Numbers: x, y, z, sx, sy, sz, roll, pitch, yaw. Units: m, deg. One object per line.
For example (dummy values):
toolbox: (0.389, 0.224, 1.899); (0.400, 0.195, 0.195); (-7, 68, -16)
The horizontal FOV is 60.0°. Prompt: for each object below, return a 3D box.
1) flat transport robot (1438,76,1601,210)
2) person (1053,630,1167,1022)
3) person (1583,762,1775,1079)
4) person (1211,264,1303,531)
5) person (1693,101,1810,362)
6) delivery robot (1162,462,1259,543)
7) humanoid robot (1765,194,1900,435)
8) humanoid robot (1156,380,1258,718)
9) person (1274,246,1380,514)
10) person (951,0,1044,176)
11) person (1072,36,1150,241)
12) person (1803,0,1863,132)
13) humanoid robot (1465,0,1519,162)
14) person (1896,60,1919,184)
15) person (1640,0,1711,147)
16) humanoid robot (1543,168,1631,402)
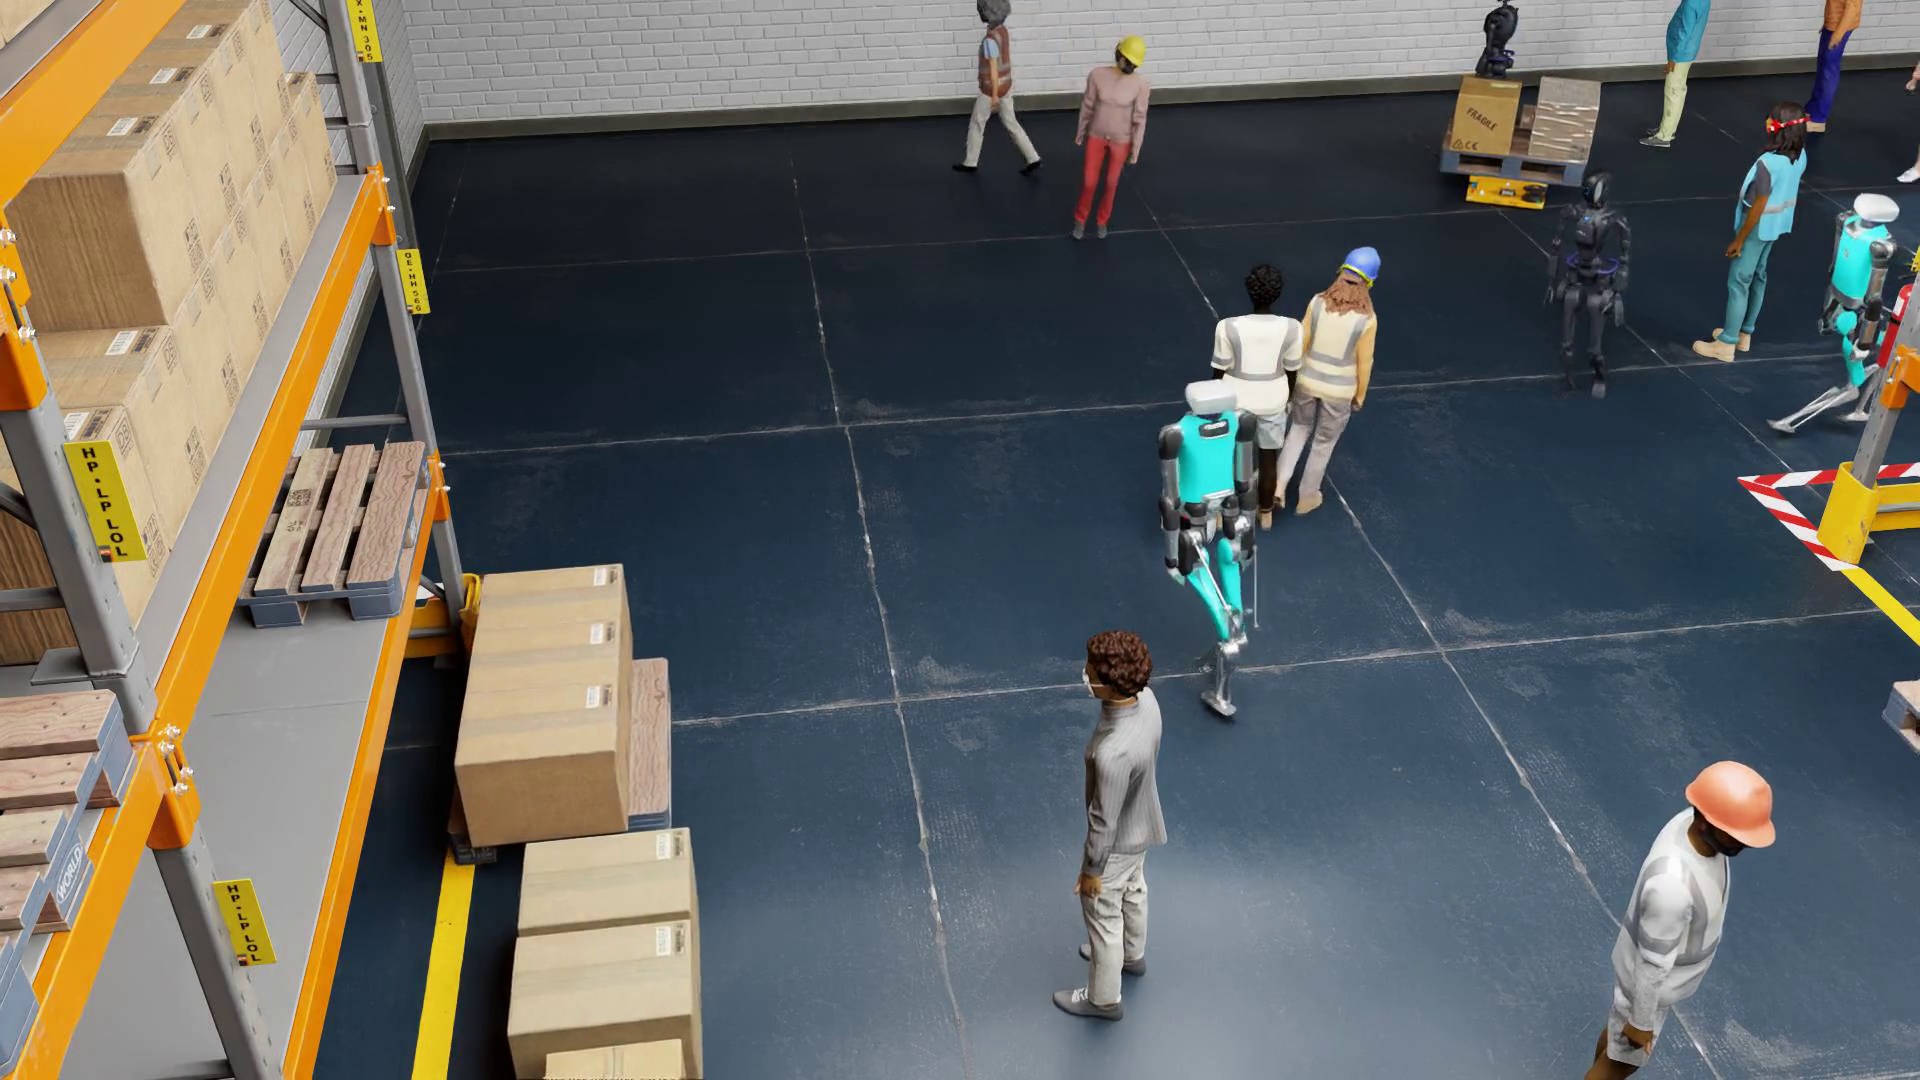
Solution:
flat transport robot: (4.954, -3.331, 14.956); (0.659, 0.231, 1.431); (11, 35, 16)
person: (0.631, 1.153, 6.605); (0.396, 1.891, 0.544); (13, 35, 19)
person: (2.530, 1.548, 5.959); (0.366, 1.932, 0.550); (20, 38, 28)
person: (1.721, -0.815, 9.802); (0.531, 1.690, 0.322); (0, 33, -1)
person: (5.608, -2.156, 11.694); (0.545, 1.865, 0.377); (-25, 41, -33)
delivery robot: (1.514, -0.383, 10.195); (0.499, 0.613, 0.811); (15, 36, 21)
humanoid robot: (5.835, -1.388, 10.653); (1.032, 1.728, 0.558); (-3, 33, -5)
humanoid robot: (1.352, 0.155, 8.295); (0.534, 1.776, 0.879); (-13, 35, -19)
person: (2.172, -0.907, 9.882); (0.497, 1.747, 0.476); (20, 38, 28)
person: (0.364, -4.037, 14.772); (0.836, 1.651, 0.449); (11, 35, 16)
person: (1.223, -3.242, 13.493); (0.590, 1.710, 0.451); (5, 34, 8)
person: (8.291, -4.870, 15.748); (0.381, 1.986, 0.505); (8, 34, 13)
humanoid robot: (4.777, -4.246, 15.083); (0.478, 1.656, 0.589); (20, 38, 28)
person: (8.637, -3.993, 14.689); (0.699, 1.670, 0.484); (-6, 34, -10)
person: (6.700, -4.553, 15.467); (0.319, 1.755, 0.562); (19, 38, 27)
humanoid robot: (4.284, -1.726, 11.223); (0.471, 1.632, 0.618); (-23, 40, -31)
